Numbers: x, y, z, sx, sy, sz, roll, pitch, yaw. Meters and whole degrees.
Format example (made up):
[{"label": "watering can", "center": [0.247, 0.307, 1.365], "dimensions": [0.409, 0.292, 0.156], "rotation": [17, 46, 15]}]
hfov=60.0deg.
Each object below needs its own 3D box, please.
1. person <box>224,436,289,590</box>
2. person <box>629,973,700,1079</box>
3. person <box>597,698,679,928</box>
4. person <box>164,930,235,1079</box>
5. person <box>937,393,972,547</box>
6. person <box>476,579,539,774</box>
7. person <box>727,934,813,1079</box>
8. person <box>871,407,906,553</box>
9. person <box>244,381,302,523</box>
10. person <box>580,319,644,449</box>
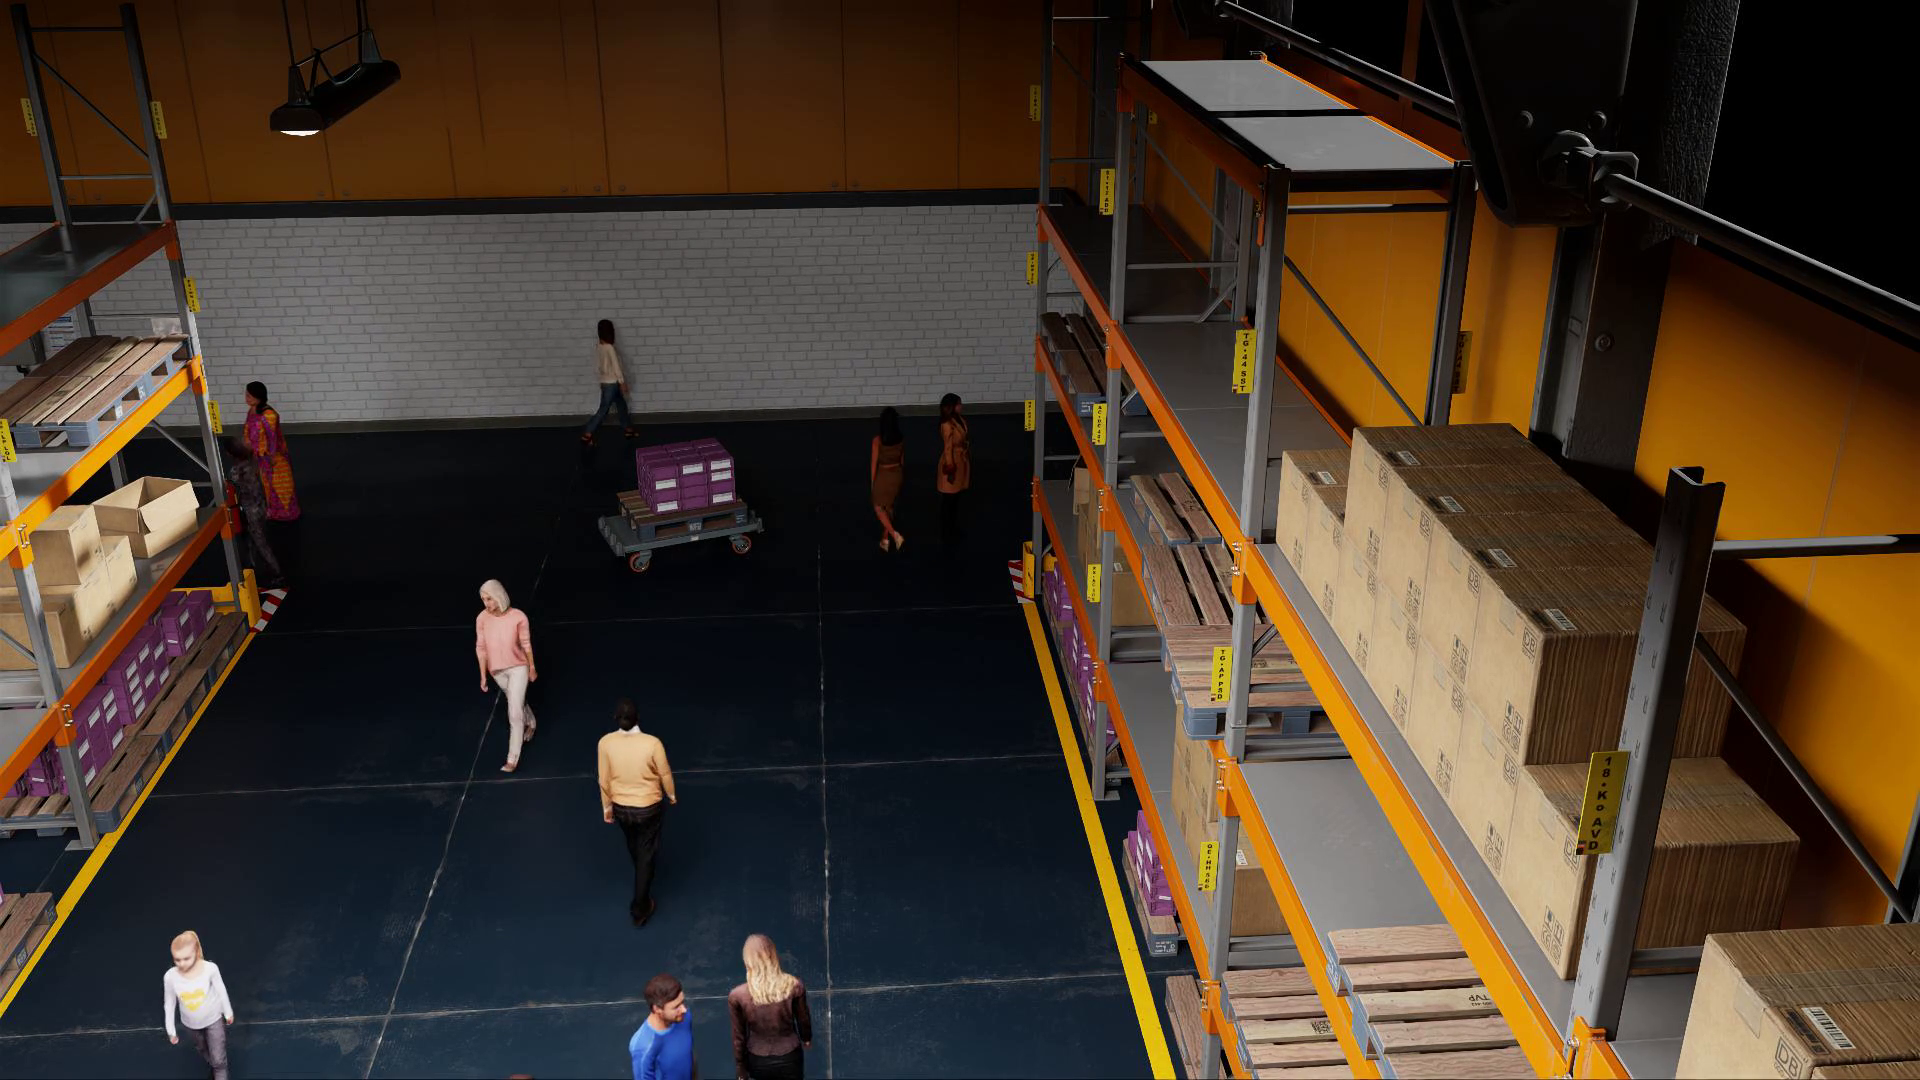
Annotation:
[{"label": "person", "center": [-7.248, -0.254, 17.228], "dimensions": [0.737, 1.693, 0.850], "rotation": [3, 24, 6]}, {"label": "person", "center": [-1.626, 3.158, 9.212], "dimensions": [0.757, 1.862, 0.657], "rotation": [11, 26, 23]}, {"label": "person", "center": [-2.358, 1.998, 12.050], "dimensions": [0.856, 1.714, 1.153], "rotation": [5, 24, 11]}, {"label": "person", "center": [-4.739, 2.965, 10.419], "dimensions": [0.594, 1.248, 0.909], "rotation": [-6, 24, -13]}, {"label": "person", "center": [-0.076, -0.801, 18.446], "dimensions": [0.830, 1.719, 0.691], "rotation": [8, 25, 19]}, {"label": "person", "center": [-3.834, 1.082, 14.213], "dimensions": [0.740, 1.660, 1.216], "rotation": [1, 24, 3]}, {"label": "person", "center": [-1.066, 3.096, 9.622], "dimensions": [0.611, 1.647, 1.124], "rotation": [-2, 24, -4]}, {"label": "person", "center": [-0.735, -0.598, 18.051], "dimensions": [0.795, 1.665, 0.934], "rotation": [-16, 29, -33]}, {"label": "person", "center": [-7.920, -1.034, 19.036], "dimensions": [0.855, 1.674, 0.786], "rotation": [-22, 32, -40]}, {"label": "person", "center": [-4.545, -1.952, 21.178], "dimensions": [0.949, 1.640, 1.102], "rotation": [-12, 26, -25]}]
